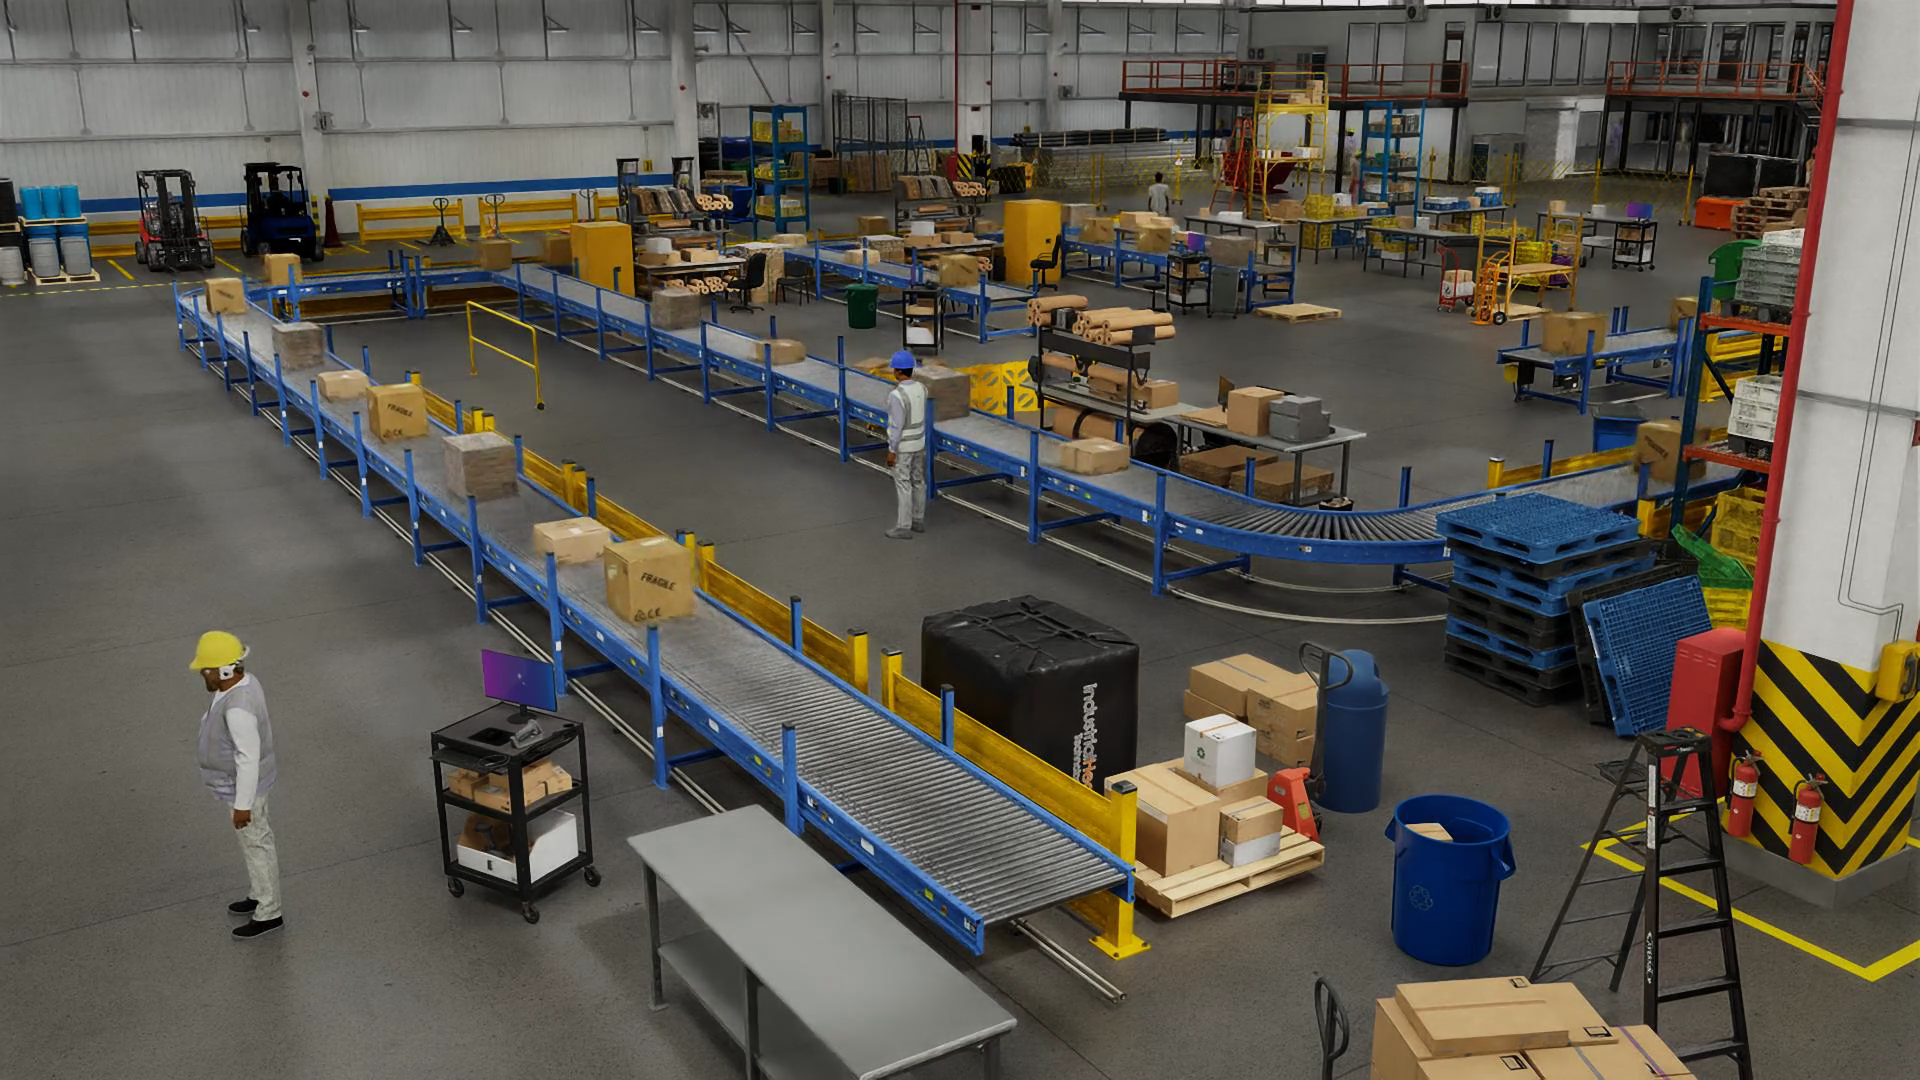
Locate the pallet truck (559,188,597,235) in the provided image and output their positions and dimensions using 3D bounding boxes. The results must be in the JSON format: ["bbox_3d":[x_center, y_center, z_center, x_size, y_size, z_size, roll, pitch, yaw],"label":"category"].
[{"bbox_3d":[-10.010,-8.652,43.699,0.653,1.274,1.630,-10,20,-31],"label":"pallet truck"}]

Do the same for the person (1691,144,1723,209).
[{"bbox_3d":[22.581,-10.945,50.068,0.690,2.000,1.042,-4,17,-12],"label":"person"}]

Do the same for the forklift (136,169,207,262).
[{"bbox_3d":[-17.842,-7.318,37.559,1.157,1.987,2.680,-10,20,-31],"label":"forklift"}]

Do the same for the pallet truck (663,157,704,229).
[{"bbox_3d":[-7.586,-9.308,44.692,0.823,1.965,1.885,-11,20,-33],"label":"pallet truck"}]

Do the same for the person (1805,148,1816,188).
[{"bbox_3d":[25.155,-10.599,49.090,0.552,1.937,0.356,-14,21,-38],"label":"person"}]

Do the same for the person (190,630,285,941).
[{"bbox_3d":[-4.086,1.373,9.438,0.403,1.831,0.586,-7,18,-23],"label":"person"}]

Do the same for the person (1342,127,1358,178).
[{"bbox_3d":[14.479,-14.316,61.568,0.599,1.876,0.978,-13,21,-36],"label":"person"}]

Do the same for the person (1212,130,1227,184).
[{"bbox_3d":[9.265,-13.692,59.547,0.607,1.888,0.372,15,23,41],"label":"person"}]

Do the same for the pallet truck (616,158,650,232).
[{"bbox_3d":[-8.918,-9.176,44.255,0.823,1.965,1.885,-9,19,-27],"label":"pallet truck"}]

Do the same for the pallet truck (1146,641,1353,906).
[{"bbox_3d":[1.664,1.407,10.232,1.630,1.274,0.653,-10,20,-31],"label":"pallet truck"}]

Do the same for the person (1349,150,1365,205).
[{"bbox_3d":[12.065,-10.981,50.692,0.544,1.746,0.652,-4,17,-14],"label":"person"}]

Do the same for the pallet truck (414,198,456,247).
[{"bbox_3d":[-13.250,-8.060,41.856,0.680,1.201,1.601,-10,20,-31],"label":"pallet truck"}]

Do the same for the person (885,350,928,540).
[{"bbox_3d":[-0.560,-0.977,17.053,0.393,1.946,0.617,9,19,28],"label":"person"}]

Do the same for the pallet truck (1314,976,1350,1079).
[{"bbox_3d":[2.299,2.390,7.086,1.601,1.201,0.680,-2,17,-7],"label":"pallet truck"}]

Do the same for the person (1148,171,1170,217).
[{"bbox_3d":[4.933,-8.227,41.340,0.558,1.854,0.426,3,17,10],"label":"person"}]

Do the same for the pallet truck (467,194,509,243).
[{"bbox_3d":[-11.983,-8.177,42.137,0.704,1.261,1.522,-11,20,-33],"label":"pallet truck"}]

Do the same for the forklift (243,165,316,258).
[{"bbox_3d":[-15.898,-7.669,38.708,1.157,1.987,2.680,-11,20,-33],"label":"forklift"}]
